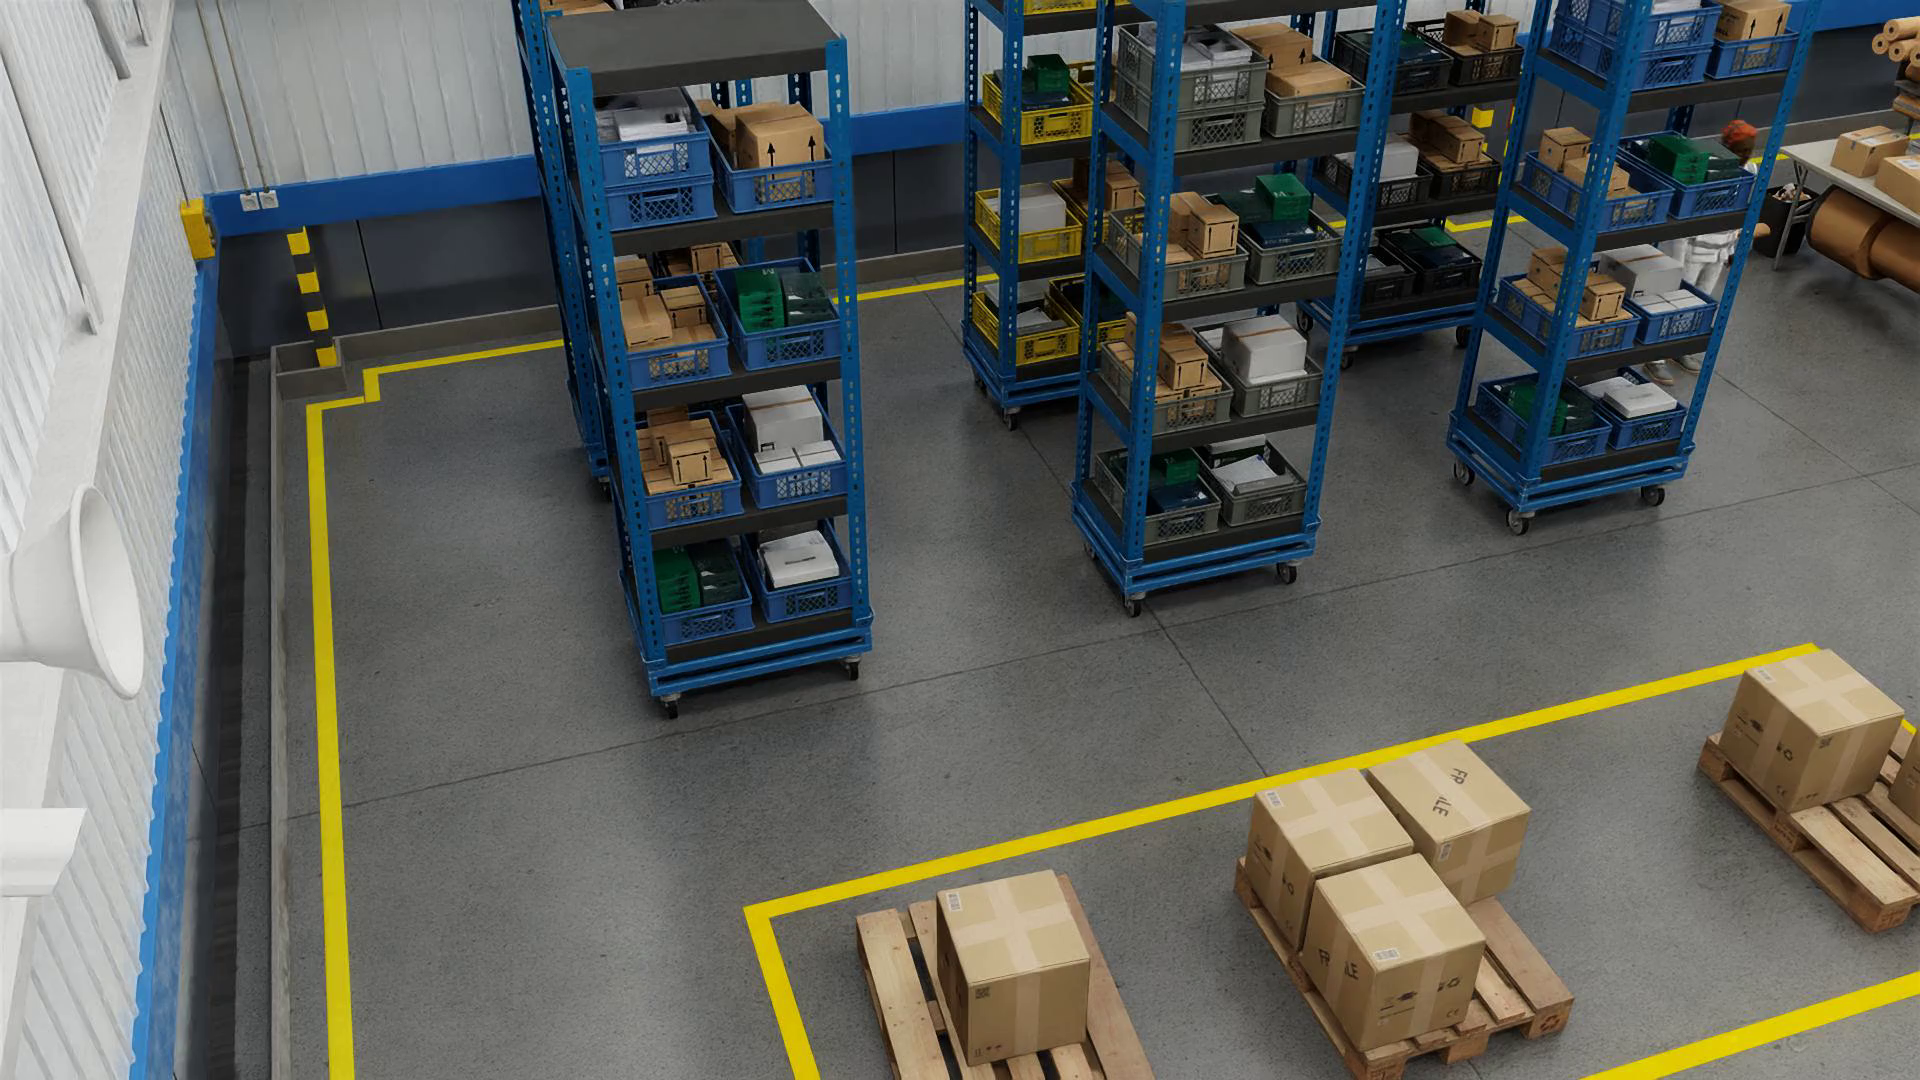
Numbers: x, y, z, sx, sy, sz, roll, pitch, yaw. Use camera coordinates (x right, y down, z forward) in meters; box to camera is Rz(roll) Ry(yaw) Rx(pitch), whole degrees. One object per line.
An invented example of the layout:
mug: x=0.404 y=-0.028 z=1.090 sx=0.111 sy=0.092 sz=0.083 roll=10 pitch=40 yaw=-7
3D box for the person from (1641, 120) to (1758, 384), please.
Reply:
person: x=5.130 y=-1.981 z=11.465 sx=0.579 sy=1.879 sz=0.338 roll=-16 pitch=38 yaw=-21
